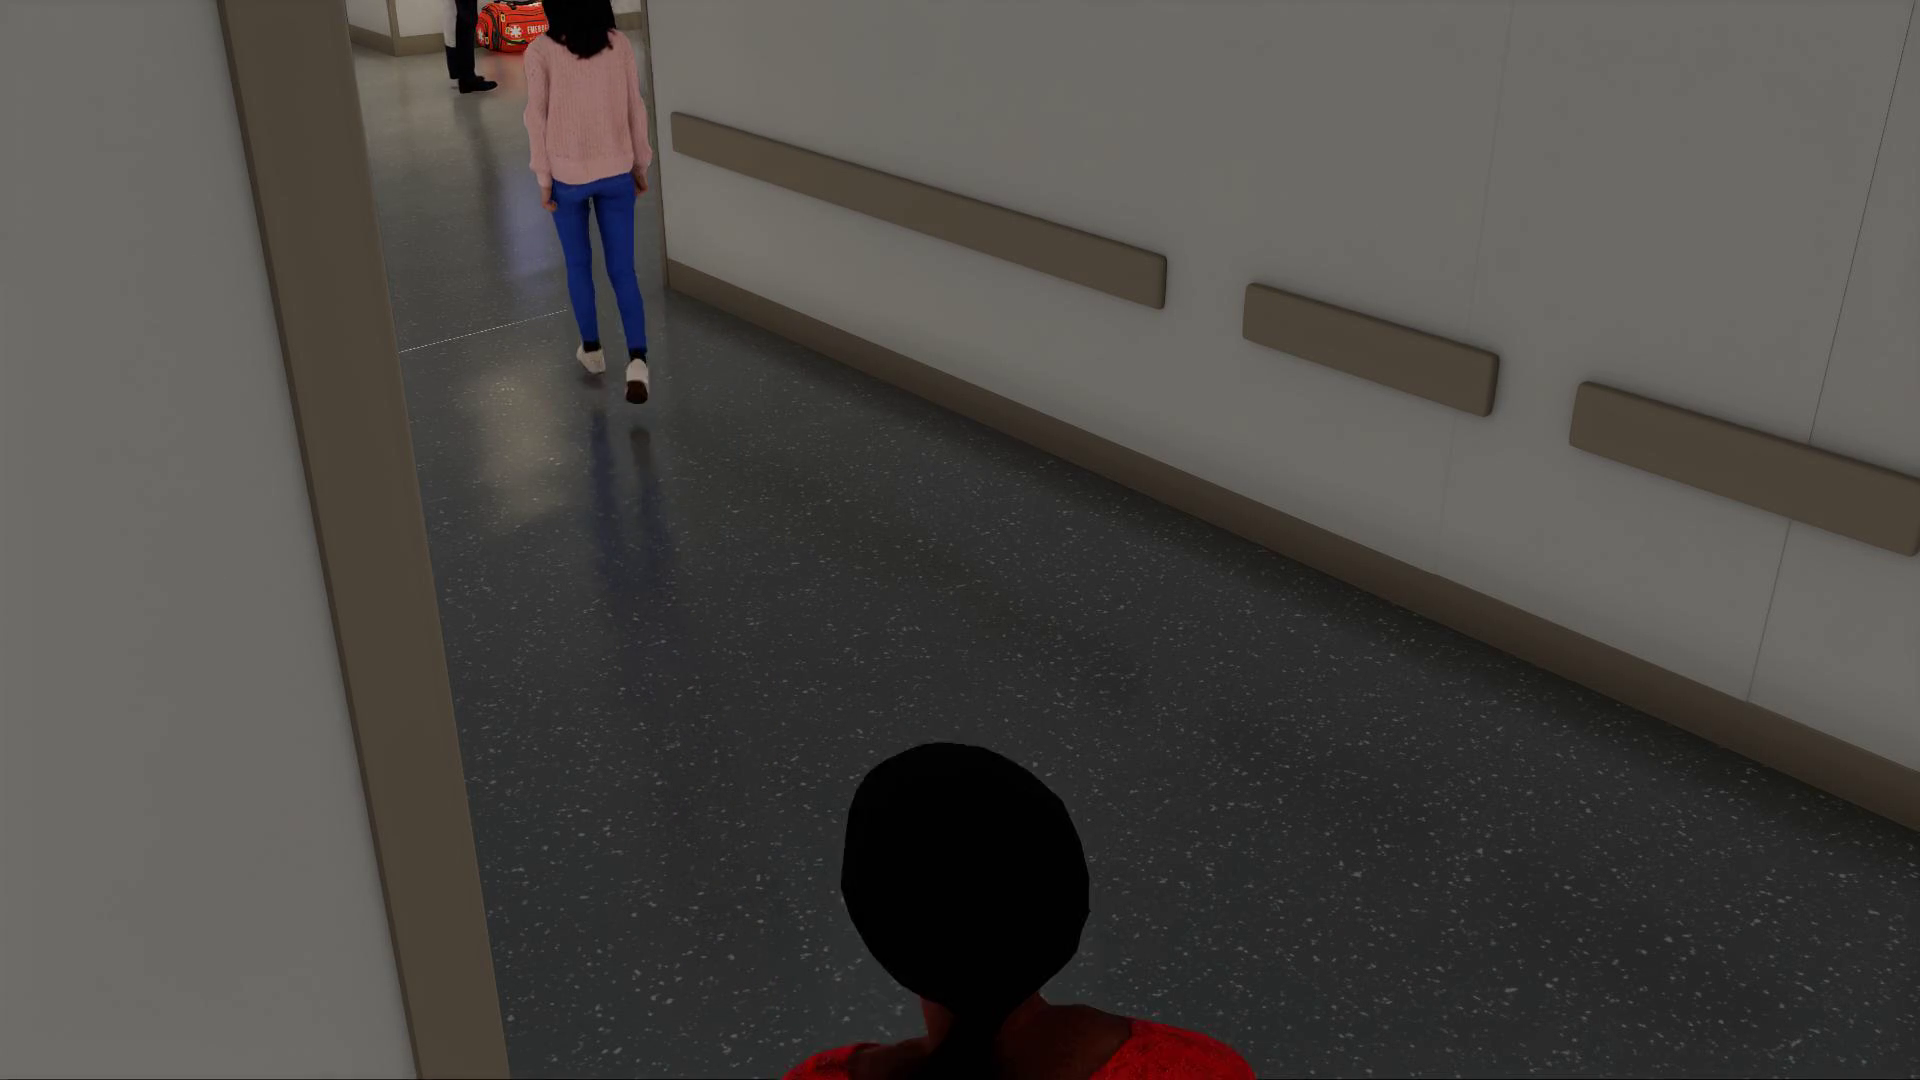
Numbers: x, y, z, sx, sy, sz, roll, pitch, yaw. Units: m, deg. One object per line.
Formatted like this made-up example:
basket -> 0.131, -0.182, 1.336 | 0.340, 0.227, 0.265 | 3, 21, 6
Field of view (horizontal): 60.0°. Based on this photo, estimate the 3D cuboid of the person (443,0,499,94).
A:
person -> -3.856, -4.394, 12.658 | 0.582, 1.890, 0.683 | -19, 32, -34

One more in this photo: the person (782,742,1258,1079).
person -> 0.066, 1.033, 1.550 | 0.811, 1.762, 0.873 | 0, 26, 0

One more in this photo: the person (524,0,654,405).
person -> -1.440, -1.380, 6.584 | 1.170, 1.735, 0.970 | -9, 27, -18
